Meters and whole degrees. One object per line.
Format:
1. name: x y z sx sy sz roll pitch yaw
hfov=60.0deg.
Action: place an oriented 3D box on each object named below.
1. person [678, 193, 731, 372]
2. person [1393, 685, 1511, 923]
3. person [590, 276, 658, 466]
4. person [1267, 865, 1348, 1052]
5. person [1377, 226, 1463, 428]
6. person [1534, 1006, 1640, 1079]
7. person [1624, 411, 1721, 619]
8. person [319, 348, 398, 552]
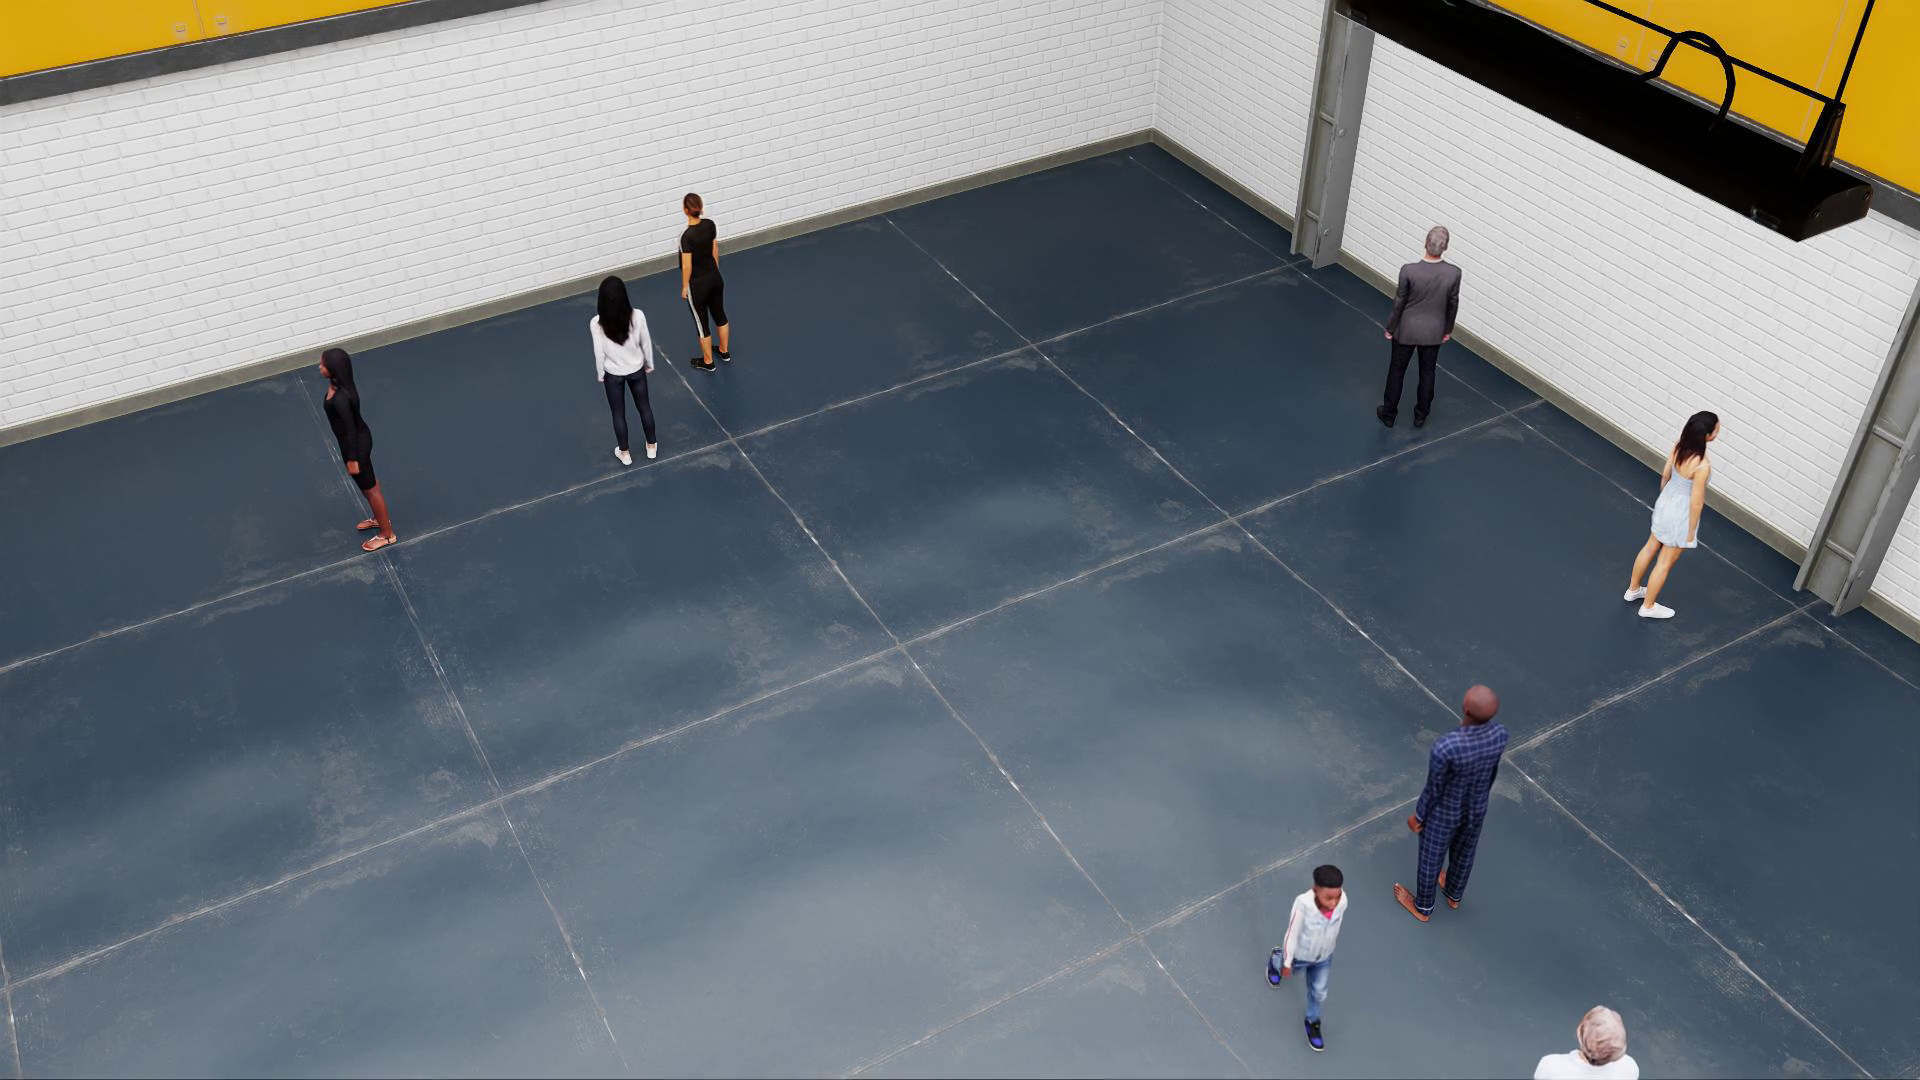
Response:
1. person: -2.248 -2.267 14.539 0.618 1.669 0.644 26 45 29
2. person: 2.889 1.528 9.667 0.694 1.818 0.654 -13 40 -16
3. person: -2.703 -1.370 13.390 0.639 1.701 0.583 -15 41 -18
4. person: 1.926 2.219 9.263 0.702 1.243 0.914 -3 39 -4
5. person: 3.801 -1.761 13.768 0.807 1.840 0.798 1 39 1
6. person: 2.893 2.868 7.980 0.732 1.831 0.727 -1 39 -1
7. person: 5.114 -0.197 11.898 0.712 1.730 0.572 -7 39 -9
8. person: -4.563 -0.703 12.539 0.696 1.721 0.485 -15 41 -17
